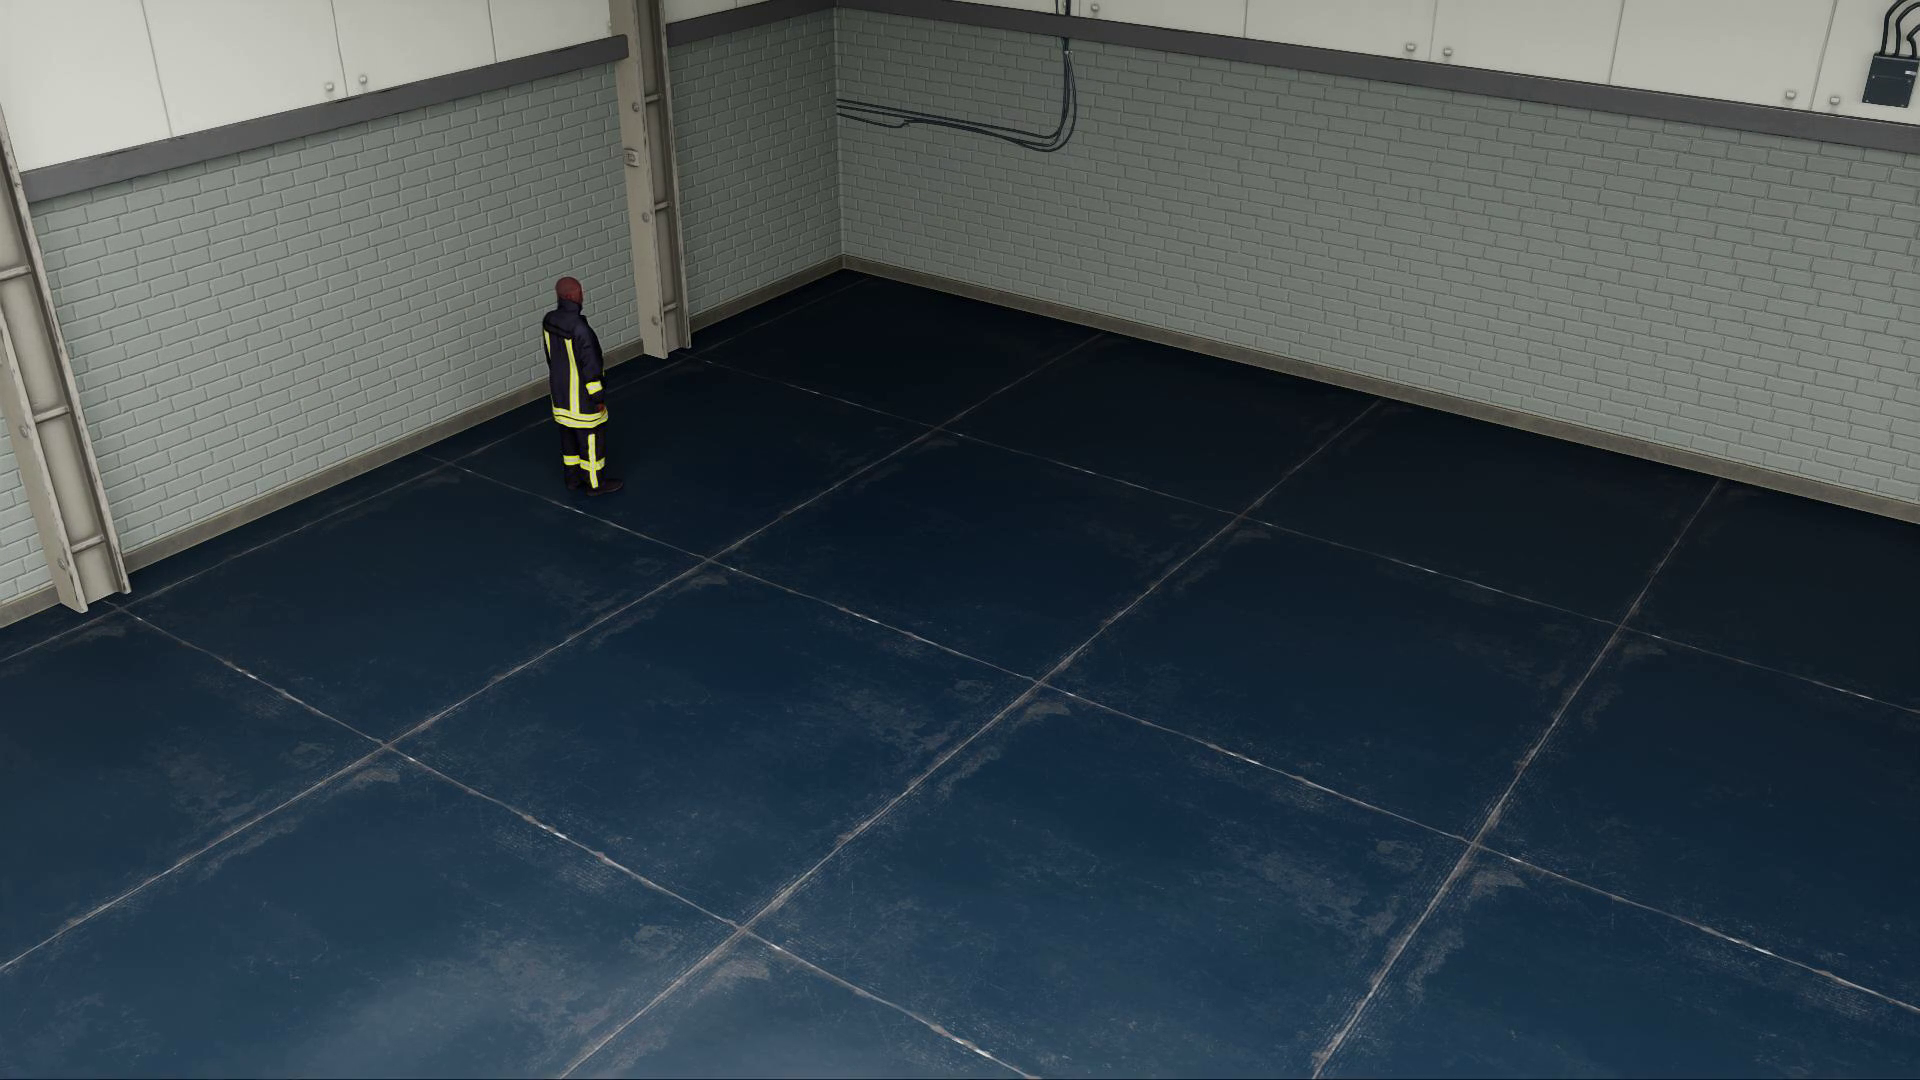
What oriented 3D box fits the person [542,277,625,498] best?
[{"bbox_3d":[-3.080,-1.242,13.394,0.770,1.822,0.693,23,36,36],"label":"person"}]
